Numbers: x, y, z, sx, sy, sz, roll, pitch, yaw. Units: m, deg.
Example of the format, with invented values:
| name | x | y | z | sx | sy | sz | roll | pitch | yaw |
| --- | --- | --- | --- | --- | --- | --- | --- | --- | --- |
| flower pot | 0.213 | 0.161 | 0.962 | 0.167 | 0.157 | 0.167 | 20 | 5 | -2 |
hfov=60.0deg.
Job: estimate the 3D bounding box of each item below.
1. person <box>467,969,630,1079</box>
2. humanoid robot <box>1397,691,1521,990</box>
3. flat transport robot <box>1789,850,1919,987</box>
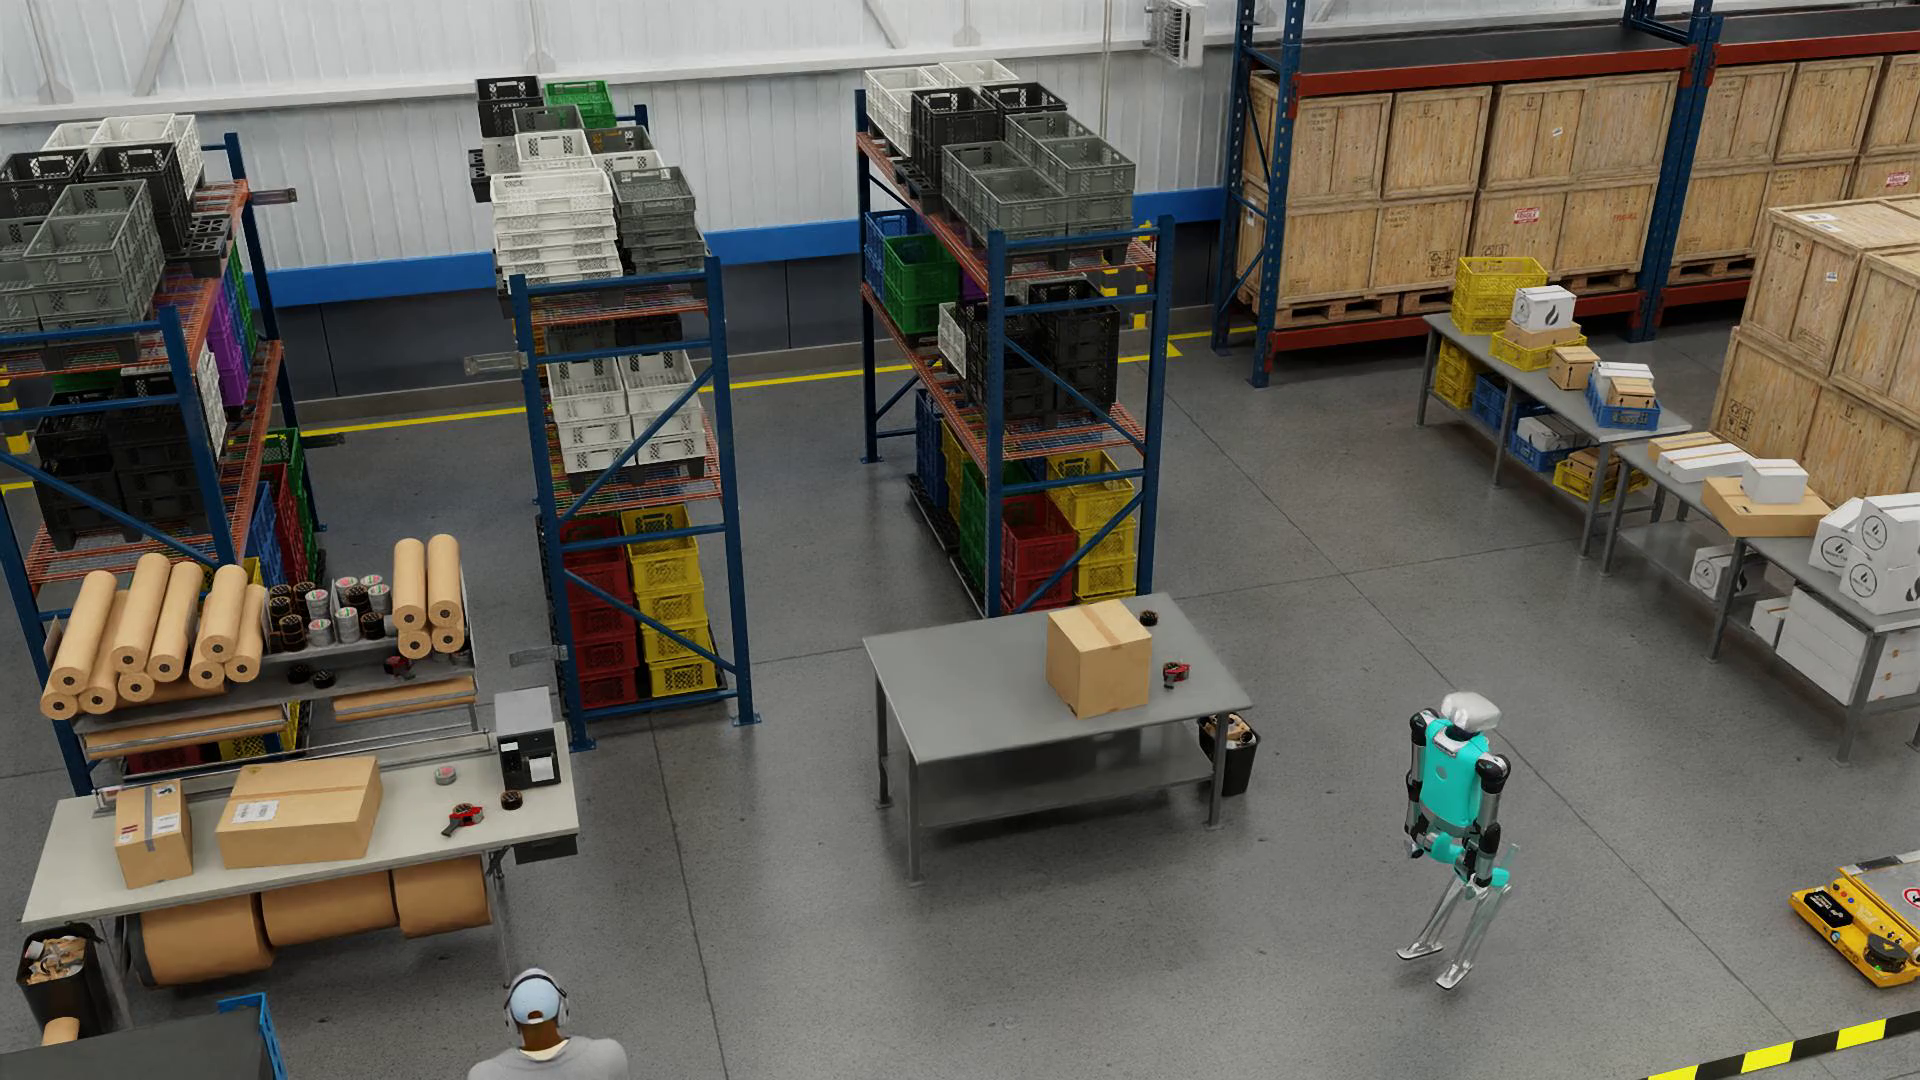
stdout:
| name | x | y | z | sx | sy | sz | roll | pitch | yaw |
| --- | --- | --- | --- | --- | --- | --- | --- | --- | --- |
| person | -1.488 | 2.338 | 6.267 | 0.588 | 1.848 | 0.395 | -7 | 30 | -13 |
| humanoid robot | 2.475 | 1.387 | 7.973 | 0.735 | 1.677 | 0.533 | -17 | 33 | -28 |
| flat transport robot | 5.163 | 1.916 | 8.676 | 1.431 | 0.231 | 0.659 | -8 | 30 | -14 |
